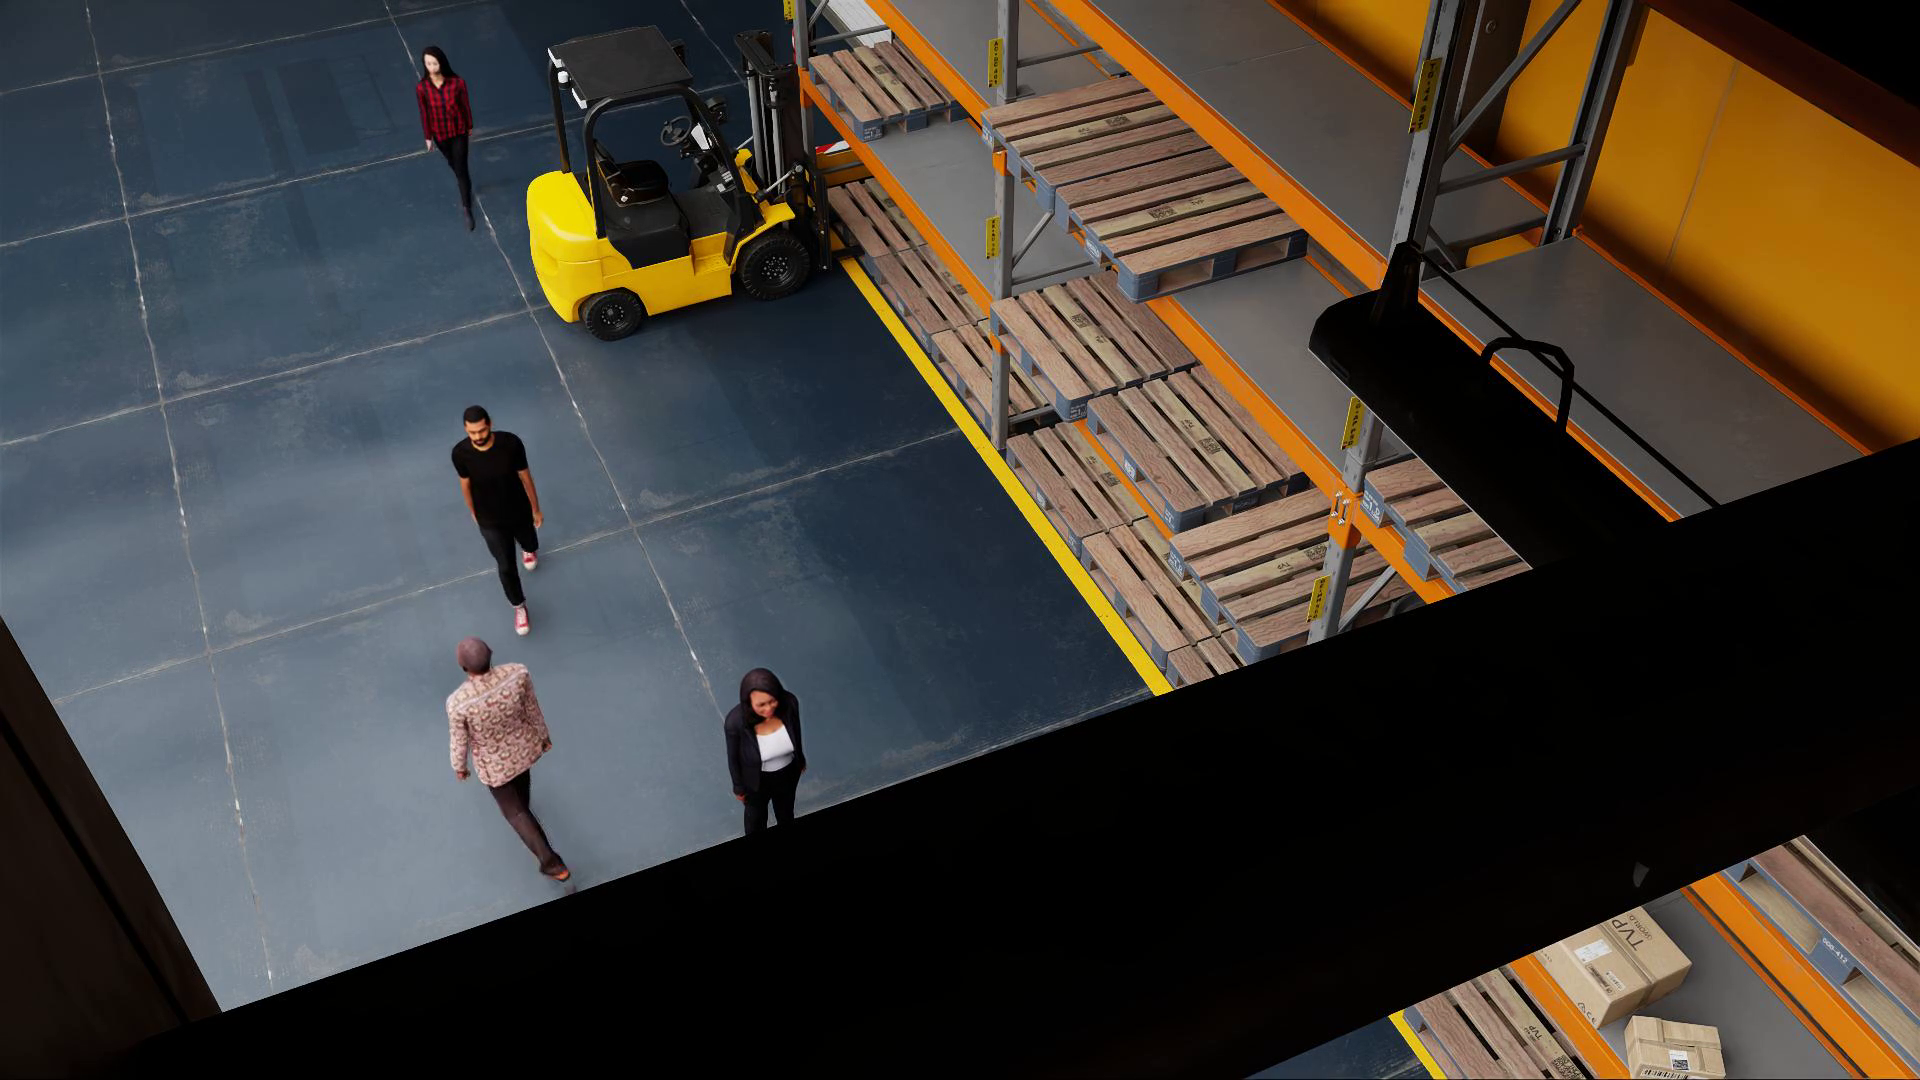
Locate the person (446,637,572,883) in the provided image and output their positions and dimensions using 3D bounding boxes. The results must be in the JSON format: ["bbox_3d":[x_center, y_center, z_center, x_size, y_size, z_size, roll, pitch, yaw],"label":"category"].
[{"bbox_3d":[-2.569,1.272,9.557,1.290,1.786,0.988,34,53,31],"label":"person"}]

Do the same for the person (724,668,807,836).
[{"bbox_3d":[-1.117,1.311,9.638,0.696,1.617,0.686,-27,50,-26],"label":"person"}]

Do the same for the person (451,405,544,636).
[{"bbox_3d":[-3.059,-0.246,11.189,0.689,1.732,1.096,-14,45,-14],"label":"person"}]

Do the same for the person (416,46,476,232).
[{"bbox_3d":[-4.573,-3.673,14.873,0.759,1.613,1.122,-9,44,-9],"label":"person"}]
